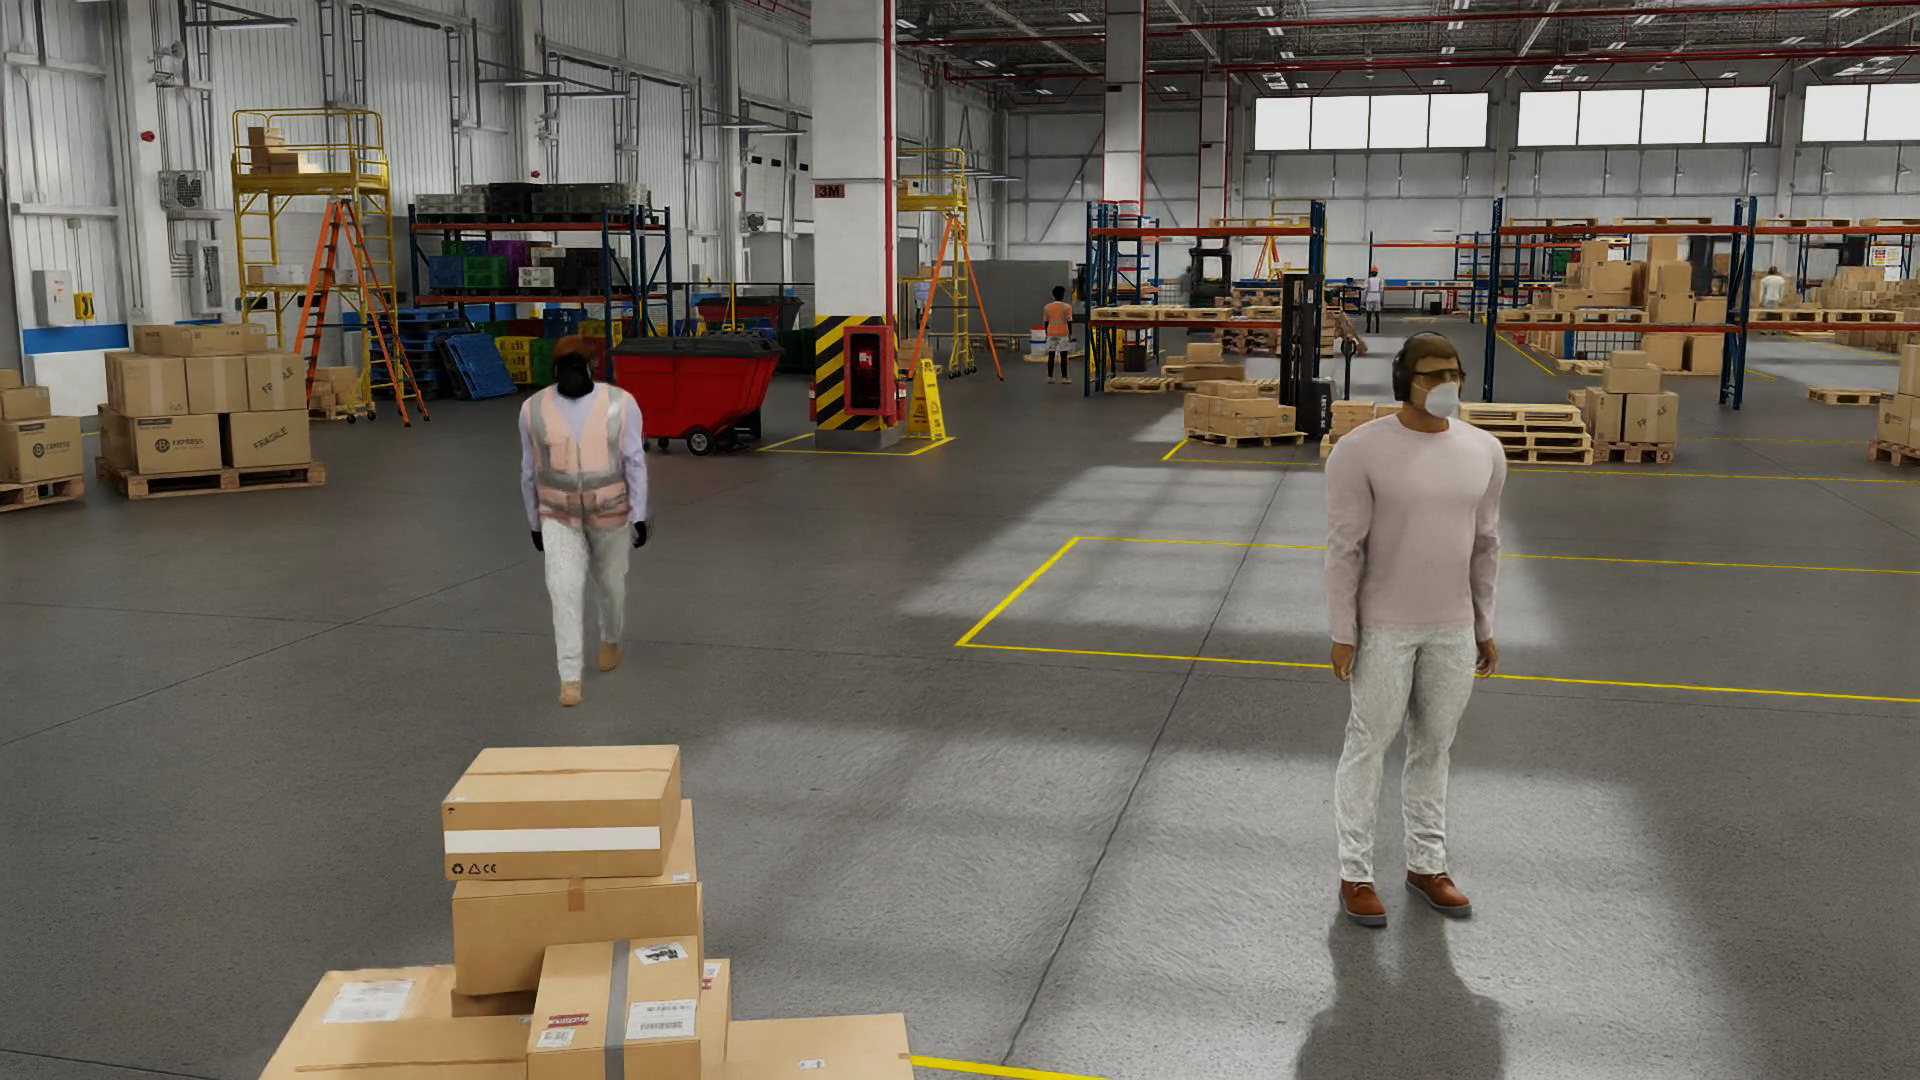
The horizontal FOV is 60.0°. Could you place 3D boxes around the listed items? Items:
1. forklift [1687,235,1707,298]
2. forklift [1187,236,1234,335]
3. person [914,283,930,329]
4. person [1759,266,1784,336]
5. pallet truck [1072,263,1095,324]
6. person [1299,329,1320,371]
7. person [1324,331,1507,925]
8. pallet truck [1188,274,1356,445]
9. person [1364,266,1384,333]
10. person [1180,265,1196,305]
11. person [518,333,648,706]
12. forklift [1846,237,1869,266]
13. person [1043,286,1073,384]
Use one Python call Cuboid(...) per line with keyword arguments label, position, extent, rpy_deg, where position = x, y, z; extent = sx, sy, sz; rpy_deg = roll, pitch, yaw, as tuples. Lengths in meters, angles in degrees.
Cuboid(label="forklift", position=(21.583, -7.555, 48.888), extent=(1.873, 2.768, 1.129), rpy_deg=(2, 10, 14))
Cuboid(label="forklift", position=(7.033, -7.119, 46.318), extent=(1.129, 2.768, 1.873), rpy_deg=(3, 10, 16))
Cuboid(label="person", position=(-1.142, -7.383, 50.678), extent=(0.544, 1.930, 0.389), rpy_deg=(-6, 11, -31))
Cuboid(label="person", position=(22.642, -6.670, 46.448), extent=(0.631, 1.939, 0.370), rpy_deg=(1, 10, 7))
Cuboid(label="pallet truck", position=(4.325, -8.180, 55.162), extent=(0.823, 1.965, 1.885), rpy_deg=(6, 11, 31))
Cuboid(label="person", position=(6.766, -4.113, 32.000), extent=(0.482, 1.735, 0.347), rpy_deg=(-8, 13, -41))
Cuboid(label="person", position=(1.490, 0.289, 5.467), extent=(0.632, 1.940, 0.368), rpy_deg=(-3, 10, -14))
Cuboid(label="pallet truck", position=(3.653, -2.138, 19.590), extent=(1.885, 1.965, 0.823), rpy_deg=(-4, 10, -20))
Cuboid(label="person", position=(11.939, -6.944, 48.062), extent=(0.551, 1.935, 0.371), rpy_deg=(0, 10, 2))
Cuboid(label="person", position=(8.076, -8.775, 58.957), extent=(0.632, 1.912, 0.945), rpy_deg=(5, 11, 26))
Cuboid(label="person", position=(-1.888, -0.141, 8.393), extent=(0.620, 1.812, 0.886), rpy_deg=(-2, 10, -10))
Cuboid(label="forklift", position=(28.143, -8.140, 52.330), extent=(1.873, 2.768, 1.129), rpy_deg=(2, 10, 14))
Cuboid(label="person", position=(1.694, -3.520, 28.608), extent=(0.534, 1.698, 0.318), rpy_deg=(4, 11, 25))
